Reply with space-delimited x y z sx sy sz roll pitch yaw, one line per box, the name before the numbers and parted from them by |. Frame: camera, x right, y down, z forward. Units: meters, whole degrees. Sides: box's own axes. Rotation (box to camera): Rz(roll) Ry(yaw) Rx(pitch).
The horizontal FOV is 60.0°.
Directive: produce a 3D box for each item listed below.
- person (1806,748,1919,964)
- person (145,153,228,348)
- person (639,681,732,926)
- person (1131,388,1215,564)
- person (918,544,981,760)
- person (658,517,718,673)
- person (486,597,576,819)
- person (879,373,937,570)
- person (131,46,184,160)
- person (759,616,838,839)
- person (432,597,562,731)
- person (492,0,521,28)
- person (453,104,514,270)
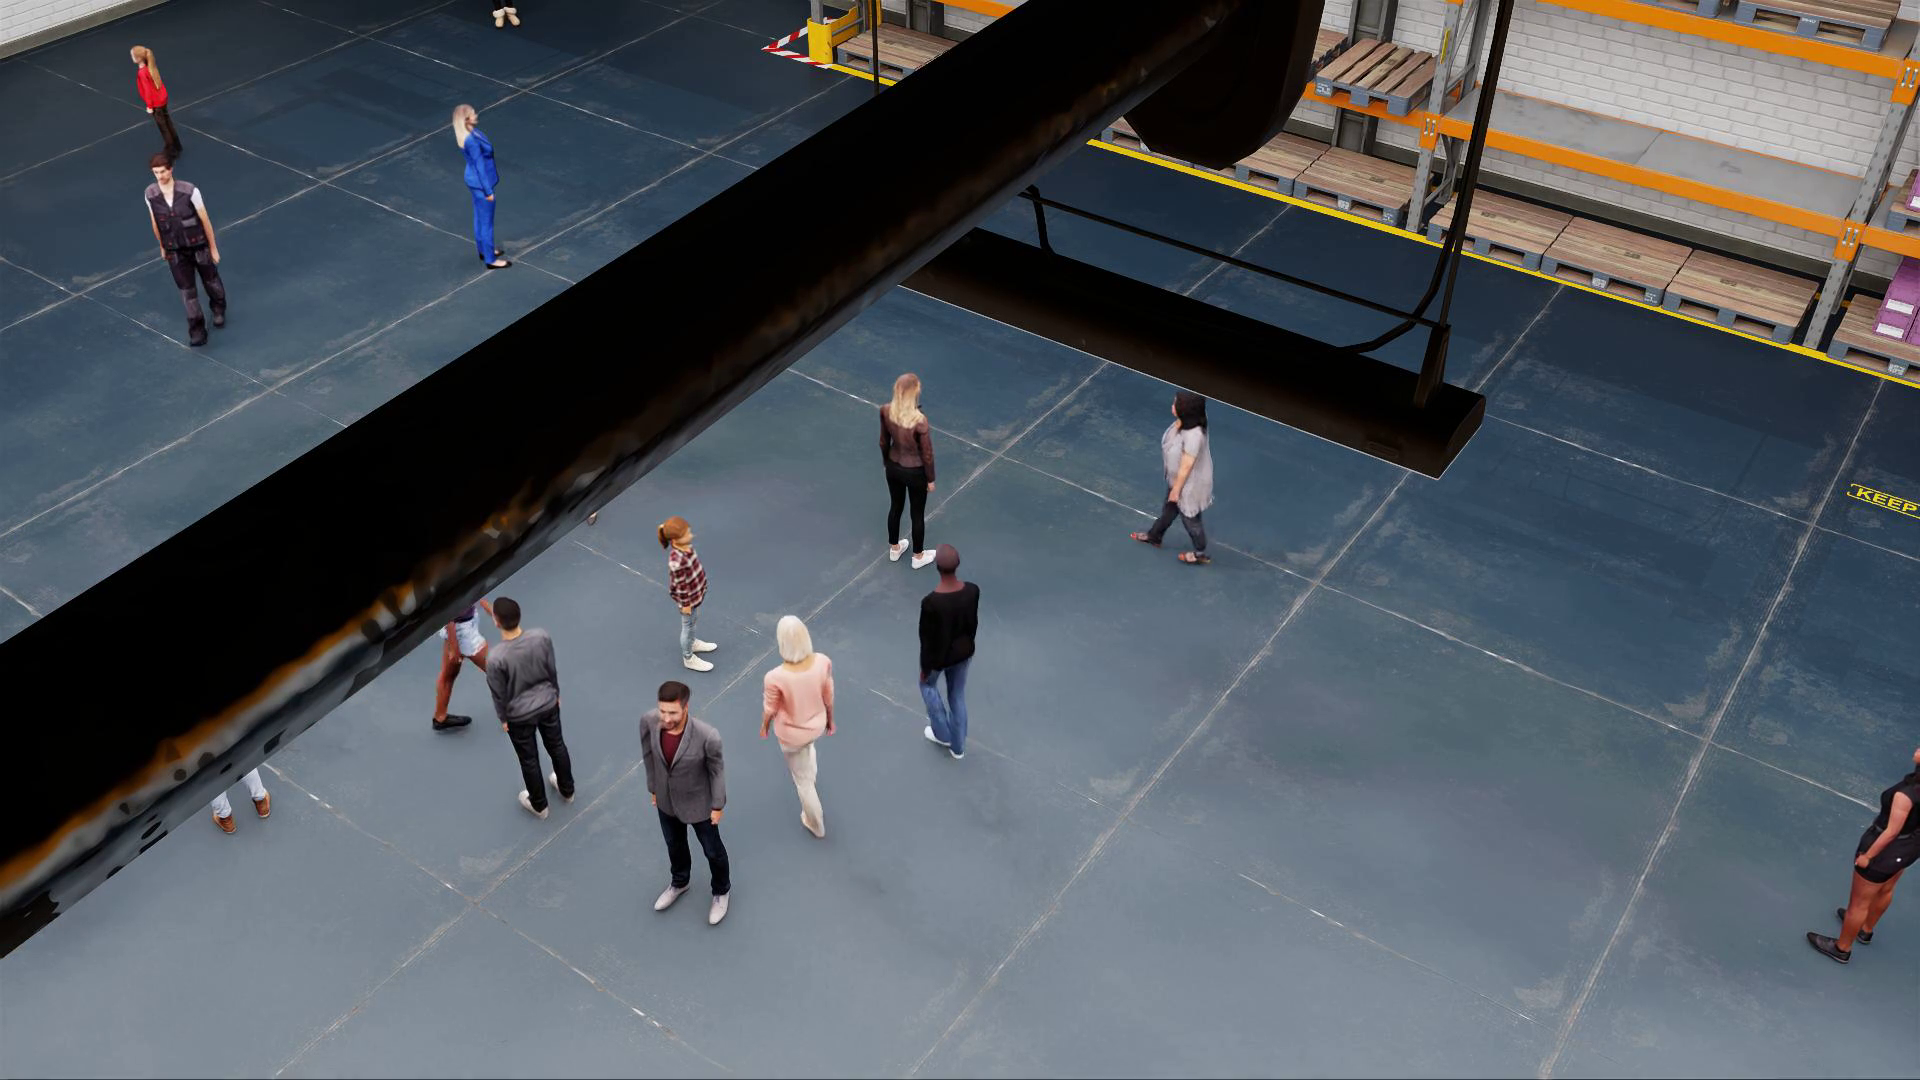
person | 5.459 1.813 9.768 0.658 1.741 0.629 -23 44 -26
person | -7.144 -2.761 15.436 1.107 1.815 1.207 -9 40 -12
person | -1.646 1.548 9.992 0.647 1.876 0.807 12 40 14
person | 1.812 -0.481 12.763 0.998 1.588 0.864 6 39 7
person | -0.042 0.806 11.033 0.713 1.736 0.739 -18 42 -21
person | -1.968 0.363 11.932 0.664 1.306 0.622 1 39 1
person | -2.756 1.067 10.686 0.672 1.761 0.641 -25 45 -28
person | -0.410 -0.530 12.732 0.436 1.703 0.668 22 44 25
person | -8.958 -4.887 18.525 0.628 1.281 0.580 -2 39 -3
person | -0.958 1.234 10.523 0.753 1.704 0.880 -25 45 -28
person | -3.448 0.660 11.252 1.137 1.691 1.104 -8 39 -9
person | -6.043 -7.537 21.538 0.705 1.662 0.768 -22 43 -25
person | -4.761 -3.507 16.461 0.764 1.700 0.640 -18 42 -21
